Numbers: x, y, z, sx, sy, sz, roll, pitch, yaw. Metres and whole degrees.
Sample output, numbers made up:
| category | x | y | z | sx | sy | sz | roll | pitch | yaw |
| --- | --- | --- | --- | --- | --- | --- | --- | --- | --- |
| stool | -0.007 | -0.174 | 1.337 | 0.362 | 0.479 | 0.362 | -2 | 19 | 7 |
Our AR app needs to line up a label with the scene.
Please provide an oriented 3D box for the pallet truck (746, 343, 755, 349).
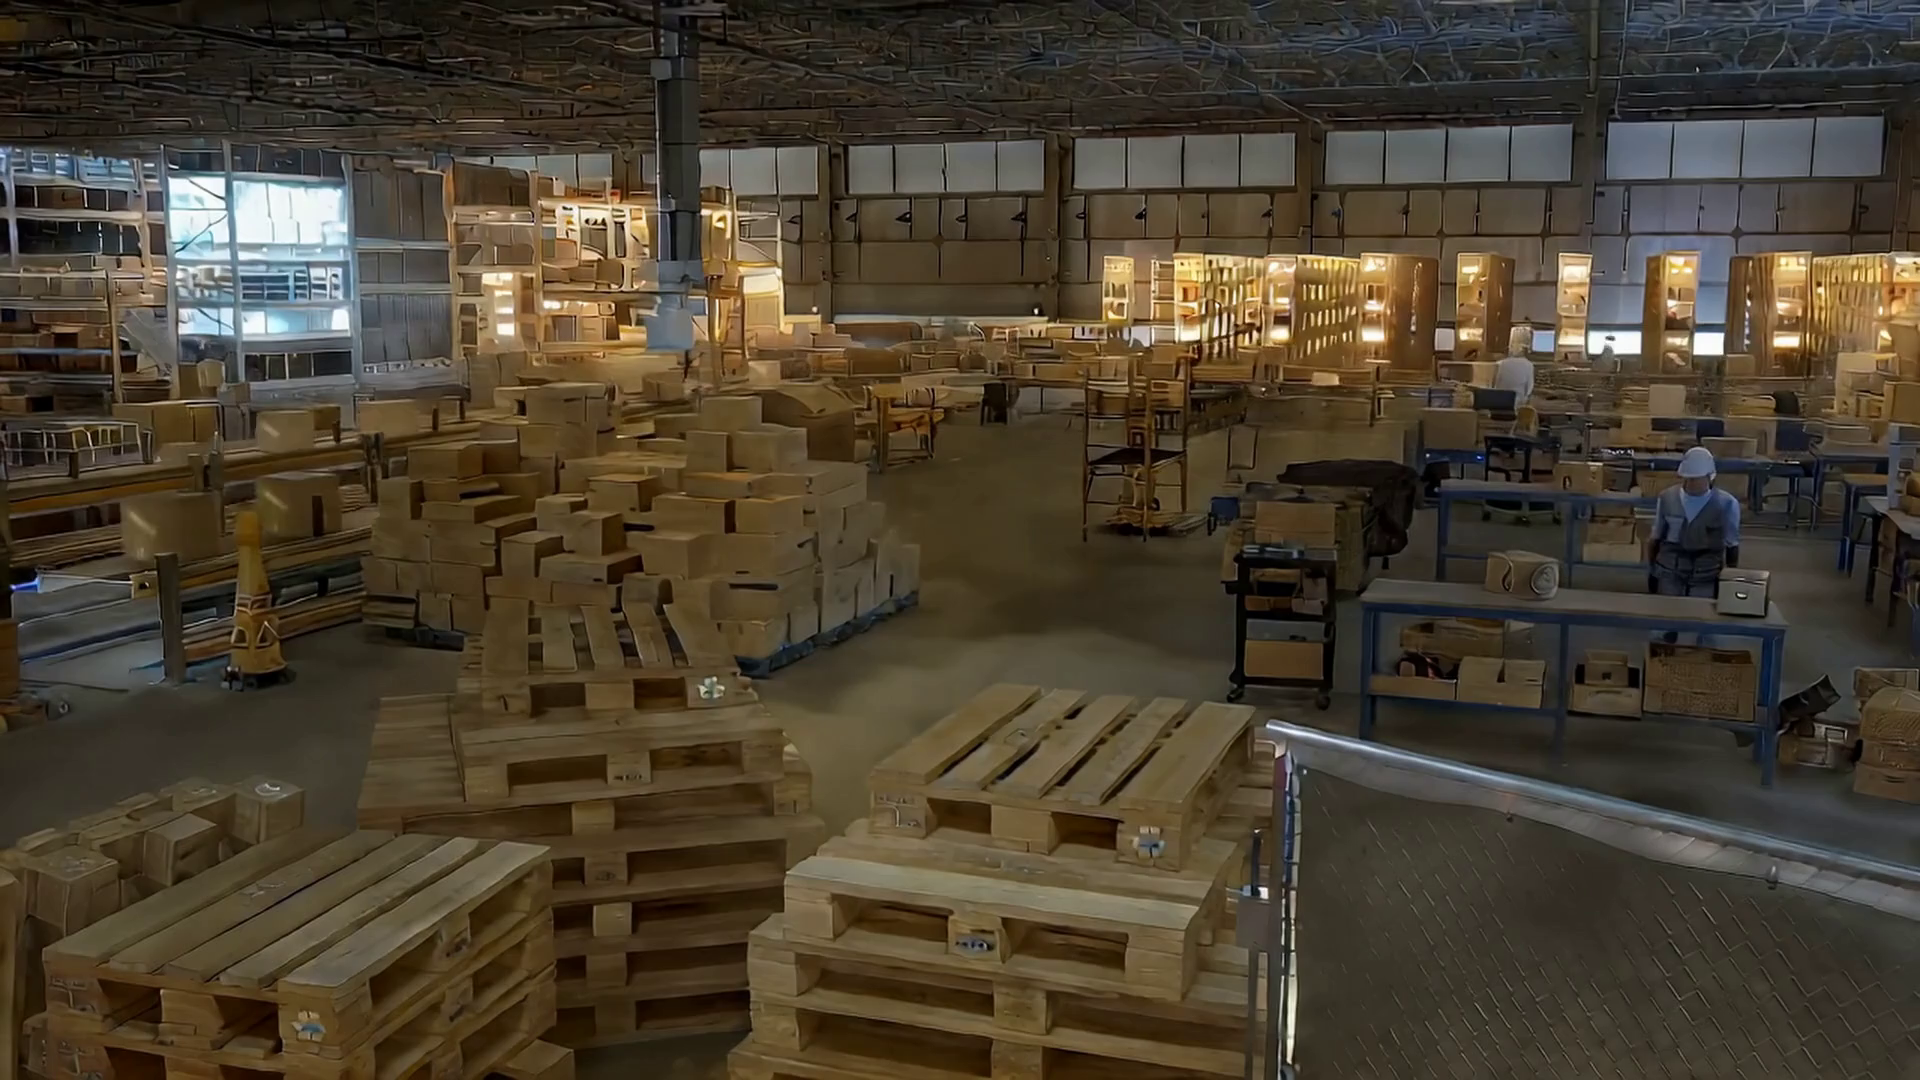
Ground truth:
| category | x | y | z | sx | sy | sz | roll | pitch | yaw |
| --- | --- | --- | --- | --- | --- | --- | --- | --- | --- |
| pallet truck | -6.183 | -4.618 | 44.264 | 1.601 | 1.201 | 0.680 | -9 | 12 | -43 |

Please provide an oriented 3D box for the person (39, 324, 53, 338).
| category | x | y | z | sx | sy | sz | roll | pitch | yaw |
| --- | --- | --- | --- | --- | --- | --- | --- | --- | --- |
| person | -25.161 | -5.086 | 45.733 | 0.318 | 1.697 | 0.535 | 5 | 11 | 31 |

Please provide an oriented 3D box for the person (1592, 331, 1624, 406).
| category | x | y | z | sx | sy | sz | roll | pitch | yaw |
| --- | --- | --- | --- | --- | --- | --- | --- | --- | --- |
| person | 15.077 | -4.007 | 38.843 | 0.843 | 1.736 | 0.529 | 4 | 10 | 22 |

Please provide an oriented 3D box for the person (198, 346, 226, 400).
| category | x | y | z | sx | sy | sz | roll | pitch | yaw |
| --- | --- | --- | --- | --- | --- | --- | --- | --- | --- |
| person | -14.823 | -3.024 | 32.975 | 0.507 | 1.632 | 0.267 | -1 | 9 | -7 |

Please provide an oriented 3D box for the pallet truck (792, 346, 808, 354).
| category | x | y | z | sx | sy | sz | roll | pitch | yaw |
| --- | --- | --- | --- | --- | --- | --- | --- | --- | --- |
| pallet truck | -3.705 | -4.298 | 42.022 | 0.653 | 1.274 | 1.630 | 3 | 10 | 20 |

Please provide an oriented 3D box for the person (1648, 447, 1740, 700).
| category | x | y | z | sx | sy | sz | roll | pitch | yaw |
| --- | --- | --- | --- | --- | --- | --- | --- | --- | --- |
| person | 5.213 | 0.242 | 11.880 | 0.587 | 1.822 | 0.403 | 6 | 11 | 34 |

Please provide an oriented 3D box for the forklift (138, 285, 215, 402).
| category | x | y | z | sx | sy | sz | roll | pitch | yaw |
| --- | --- | --- | --- | --- | --- | --- | --- | --- | --- |
| forklift | -17.480 | -4.200 | 36.461 | 1.873 | 2.768 | 1.129 | 3 | 10 | 19 |

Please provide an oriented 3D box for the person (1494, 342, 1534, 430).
| category | x | y | z | sx | sy | sz | roll | pitch | yaw |
| --- | --- | --- | --- | --- | --- | --- | --- | --- | --- |
| person | 9.521 | -2.467 | 28.675 | 0.639 | 1.897 | 0.397 | 0 | 9 | 2 |

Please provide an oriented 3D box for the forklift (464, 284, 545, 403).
| category | x | y | z | sx | sy | sz | roll | pitch | yaw |
| --- | --- | --- | --- | --- | --- | --- | --- | --- | --- |
| forklift | -10.832 | -4.702 | 39.610 | 1.129 | 2.768 | 1.873 | 3 | 10 | 20 |

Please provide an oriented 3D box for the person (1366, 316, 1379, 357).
| category | x | y | z | sx | sy | sz | roll | pitch | yaw |
| --- | --- | --- | --- | --- | --- | --- | --- | --- | --- |
| person | 12.608 | -6.032 | 50.730 | 0.609 | 1.997 | 0.375 | -9 | 12 | -43 |

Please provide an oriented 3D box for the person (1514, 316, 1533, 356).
| category | x | y | z | sx | sy | sz | roll | pitch | yaw |
| --- | --- | --- | --- | --- | --- | --- | --- | --- | --- |
| person | 16.954 | -5.829 | 50.011 | 0.593 | 1.819 | 0.403 | -2 | 9 | -10 |

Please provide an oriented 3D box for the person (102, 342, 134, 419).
| category | x | y | z | sx | sy | sz | roll | pitch | yaw |
| --- | --- | --- | --- | --- | --- | --- | --- | --- | --- |
| person | -14.312 | -2.422 | 28.298 | 0.385 | 1.929 | 0.540 | 5 | 10 | 30 |
